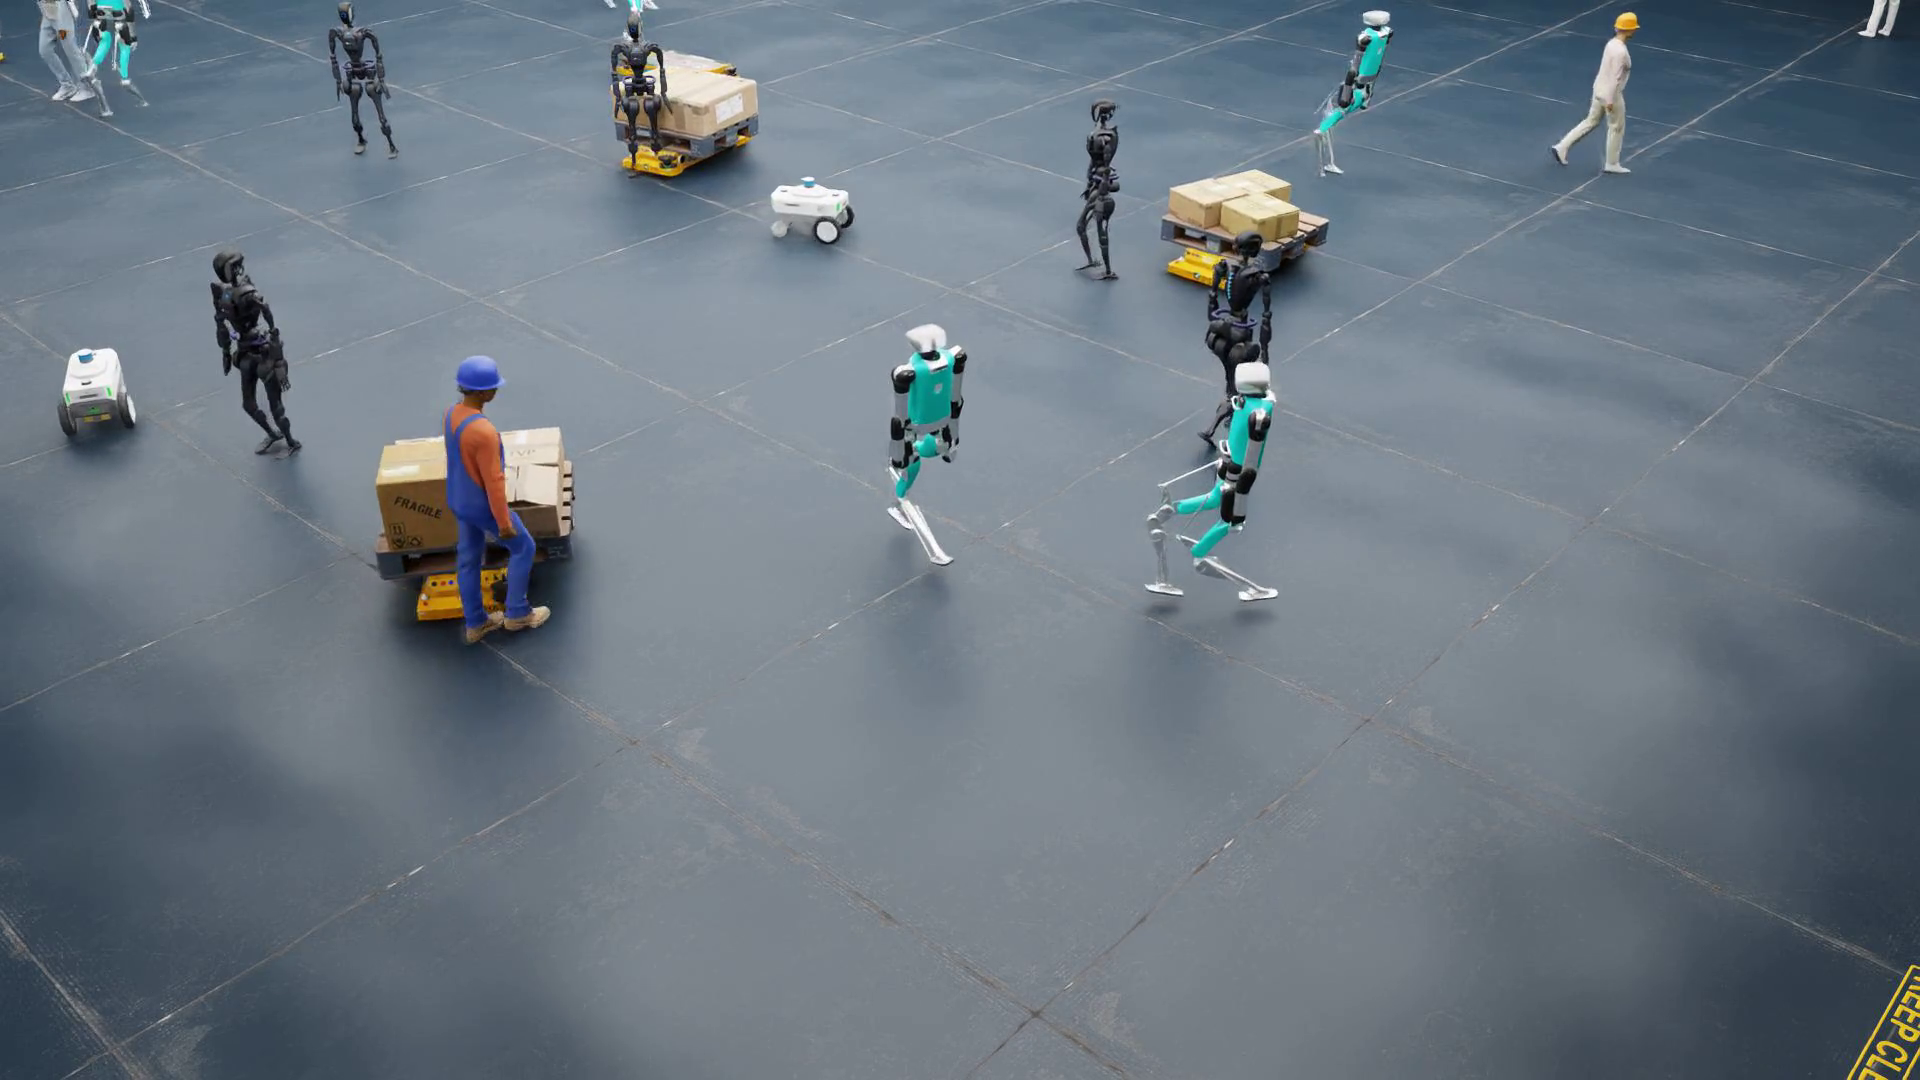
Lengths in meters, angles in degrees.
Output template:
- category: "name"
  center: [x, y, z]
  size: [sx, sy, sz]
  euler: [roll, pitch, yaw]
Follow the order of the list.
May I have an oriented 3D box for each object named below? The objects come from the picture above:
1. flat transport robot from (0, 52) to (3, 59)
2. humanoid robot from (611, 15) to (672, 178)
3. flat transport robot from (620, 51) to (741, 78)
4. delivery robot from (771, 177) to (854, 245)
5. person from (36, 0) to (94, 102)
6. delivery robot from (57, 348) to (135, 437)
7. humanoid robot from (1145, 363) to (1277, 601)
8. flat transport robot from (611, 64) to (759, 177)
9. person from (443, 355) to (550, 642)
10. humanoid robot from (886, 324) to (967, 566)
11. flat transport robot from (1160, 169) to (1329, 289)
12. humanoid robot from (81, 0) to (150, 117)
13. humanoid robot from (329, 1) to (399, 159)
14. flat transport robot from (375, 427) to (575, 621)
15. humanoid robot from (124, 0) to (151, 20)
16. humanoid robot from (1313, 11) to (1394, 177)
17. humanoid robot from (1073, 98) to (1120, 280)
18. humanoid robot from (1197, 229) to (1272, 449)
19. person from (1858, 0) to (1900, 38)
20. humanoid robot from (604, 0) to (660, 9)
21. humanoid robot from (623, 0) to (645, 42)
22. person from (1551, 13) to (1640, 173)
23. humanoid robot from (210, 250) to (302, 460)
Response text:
- category: "flat transport robot"
  center: [-12.960, -6.158, 21.071]
  size: [1.431, 0.231, 0.659]
  euler: [10, 33, 15]
- category: "humanoid robot"
  center: [-3.288, -4.580, 17.182]
  size: [0.599, 1.657, 0.315]
  euler: [-6, 32, -10]
- category: "flat transport robot"
  center: [-3.441, -5.762, 20.432]
  size: [1.431, 0.231, 0.659]
  euler: [21, 38, 30]
- category: "delivery robot"
  center: [-1.427, -3.192, 16.014]
  size: [0.773, 0.586, 0.499]
  euler: [7, 33, 11]
- category: "person"
  center: [-10.542, -6.025, 19.312]
  size: [0.616, 1.896, 0.572]
  euler: [19, 36, 27]
- category: "delivery robot"
  center: [-6.638, -1.153, 12.757]
  size: [0.499, 0.613, 0.796]
  euler: [-11, 33, -17]
- category: "humanoid robot"
  center: [1.510, -0.284, 10.249]
  size: [1.047, 1.745, 0.557]
  euler: [0, 32, 1]
- category: "flat transport robot"
  center: [-2.957, -4.284, 18.052]
  size: [0.659, 0.231, 1.431]
  euler: [17, 36, 26]
- category: "person"
  center: [-2.835, -0.243, 10.015]
  size: [0.565, 1.876, 0.622]
  euler: [25, 39, 34]
- category: "humanoid robot"
  center: [-0.335, -0.671, 10.852]
  size: [0.548, 1.730, 1.032]
  euler: [-22, 38, -31]
- category: "flat transport robot"
  center: [2.616, -2.696, 15.496]
  size: [0.659, 0.231, 1.431]
  euler: [26, 40, 35]
- category: "humanoid robot"
  center: [-9.750, -5.698, 18.979]
  size: [0.562, 1.794, 0.843]
  euler: [3, 32, 5]
- category: "humanoid robot"
  center: [-6.385, -4.931, 17.765]
  size: [0.583, 1.637, 0.409]
  euler: [0, 32, -1]
- category: "flat transport robot"
  center: [-3.172, 0.043, 11.085]
  size: [0.659, 0.231, 1.431]
  euler: [-6, 32, -9]
- category: "humanoid robot"
  center: [-11.407, -7.982, 22.614]
  size: [0.530, 1.772, 0.700]
  euler: [-14, 34, -21]
- category: "humanoid robot"
  center: [3.967, -4.588, 17.205]
  size: [0.540, 1.820, 0.788]
  euler: [-28, 41, -37]
- category: "humanoid robot"
  center: [1.234, -3.104, 14.821]
  size: [0.451, 1.652, 0.604]
  euler: [-3, 32, -6]
- category: "humanoid robot"
  center: [1.992, -1.493, 12.258]
  size: [0.722, 1.641, 0.611]
  euler: [-26, 40, -35]
- category: "person"
  center: [12.226, -7.433, 21.820]
  size: [0.513, 1.640, 0.314]
  euler: [-6, 32, -9]
- category: "humanoid robot"
  center: [-4.714, -8.246, 23.081]
  size: [0.981, 1.777, 0.538]
  euler: [10, 33, 15]
- category: "humanoid robot"
  center: [-4.154, -7.059, 21.182]
  size: [0.550, 1.752, 1.058]
  euler: [-16, 35, -24]
- category: "person"
  center: [6.706, -4.655, 17.327]
  size: [0.765, 1.671, 0.475]
  euler: [1, 32, 1]
- category: "humanoid robot"
  center: [-5.057, -1.332, 11.977]
  size: [0.602, 1.644, 0.368]
  euler: [14, 34, 21]
